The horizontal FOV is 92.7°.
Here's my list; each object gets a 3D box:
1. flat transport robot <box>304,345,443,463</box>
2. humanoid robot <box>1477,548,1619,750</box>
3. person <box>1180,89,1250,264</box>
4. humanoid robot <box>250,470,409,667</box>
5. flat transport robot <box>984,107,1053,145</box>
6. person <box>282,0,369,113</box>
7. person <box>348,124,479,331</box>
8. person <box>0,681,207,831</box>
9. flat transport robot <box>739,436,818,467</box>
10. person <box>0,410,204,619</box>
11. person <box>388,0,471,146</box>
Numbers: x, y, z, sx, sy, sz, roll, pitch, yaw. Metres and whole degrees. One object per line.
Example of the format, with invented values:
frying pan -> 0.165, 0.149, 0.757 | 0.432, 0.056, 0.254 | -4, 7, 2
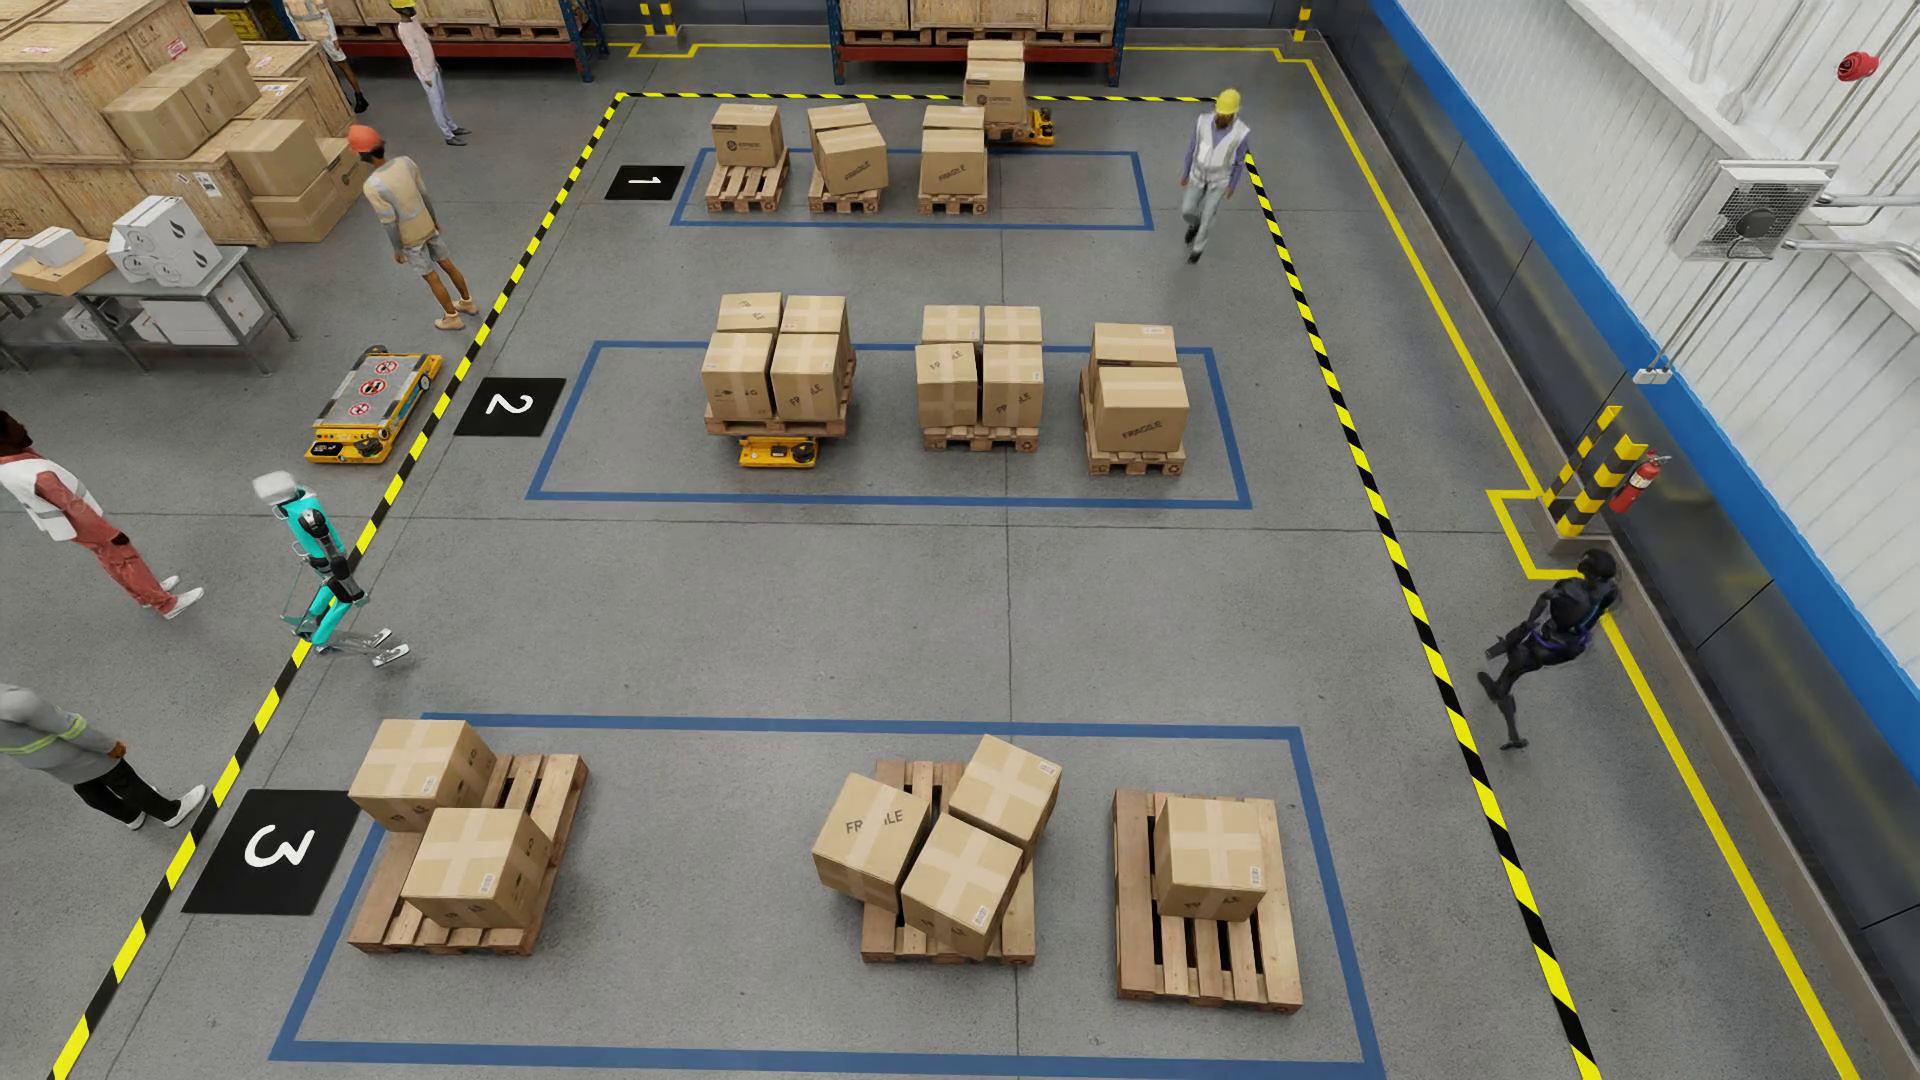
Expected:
flat transport robot -> -5.383, -1.269, 8.441 | 0.659, 0.231, 1.431 | 1, 50, 1
humanoid robot -> 3.796, 0.718, 5.853 | 0.601, 1.628, 0.691 | -7, 50, -6
person -> 2.605, -3.773, 9.540 | 0.612, 1.820, 0.432 | 23, 54, 18
humanoid robot -> -4.299, 0.308, 6.060 | 0.533, 1.672, 0.735 | 35, 58, 26
flat transport robot -> 0.485, -5.392, 11.911 | 1.431, 0.197, 0.652 | 1, 50, 1
person -> -8.277, -6.512, 11.781 | 0.548, 1.941, 0.344 | 4, 50, 3
person -> -5.170, -2.912, 8.669 | 0.373, 2.046, 0.604 | 13, 51, 10
person -> -5.230, 1.169, 5.340 | 0.599, 1.850, 0.386 | 0, 50, 0
flat transport robot -> -1.582, -1.235, 8.394 | 0.652, 0.197, 1.431 | 1, 50, 1
person -> -6.143, -0.131, 6.407 | 0.580, 1.911, 0.393 | 24, 54, 19
person -> -6.540, -5.798, 11.291 | 0.309, 1.768, 0.521 | -7, 50, -6
